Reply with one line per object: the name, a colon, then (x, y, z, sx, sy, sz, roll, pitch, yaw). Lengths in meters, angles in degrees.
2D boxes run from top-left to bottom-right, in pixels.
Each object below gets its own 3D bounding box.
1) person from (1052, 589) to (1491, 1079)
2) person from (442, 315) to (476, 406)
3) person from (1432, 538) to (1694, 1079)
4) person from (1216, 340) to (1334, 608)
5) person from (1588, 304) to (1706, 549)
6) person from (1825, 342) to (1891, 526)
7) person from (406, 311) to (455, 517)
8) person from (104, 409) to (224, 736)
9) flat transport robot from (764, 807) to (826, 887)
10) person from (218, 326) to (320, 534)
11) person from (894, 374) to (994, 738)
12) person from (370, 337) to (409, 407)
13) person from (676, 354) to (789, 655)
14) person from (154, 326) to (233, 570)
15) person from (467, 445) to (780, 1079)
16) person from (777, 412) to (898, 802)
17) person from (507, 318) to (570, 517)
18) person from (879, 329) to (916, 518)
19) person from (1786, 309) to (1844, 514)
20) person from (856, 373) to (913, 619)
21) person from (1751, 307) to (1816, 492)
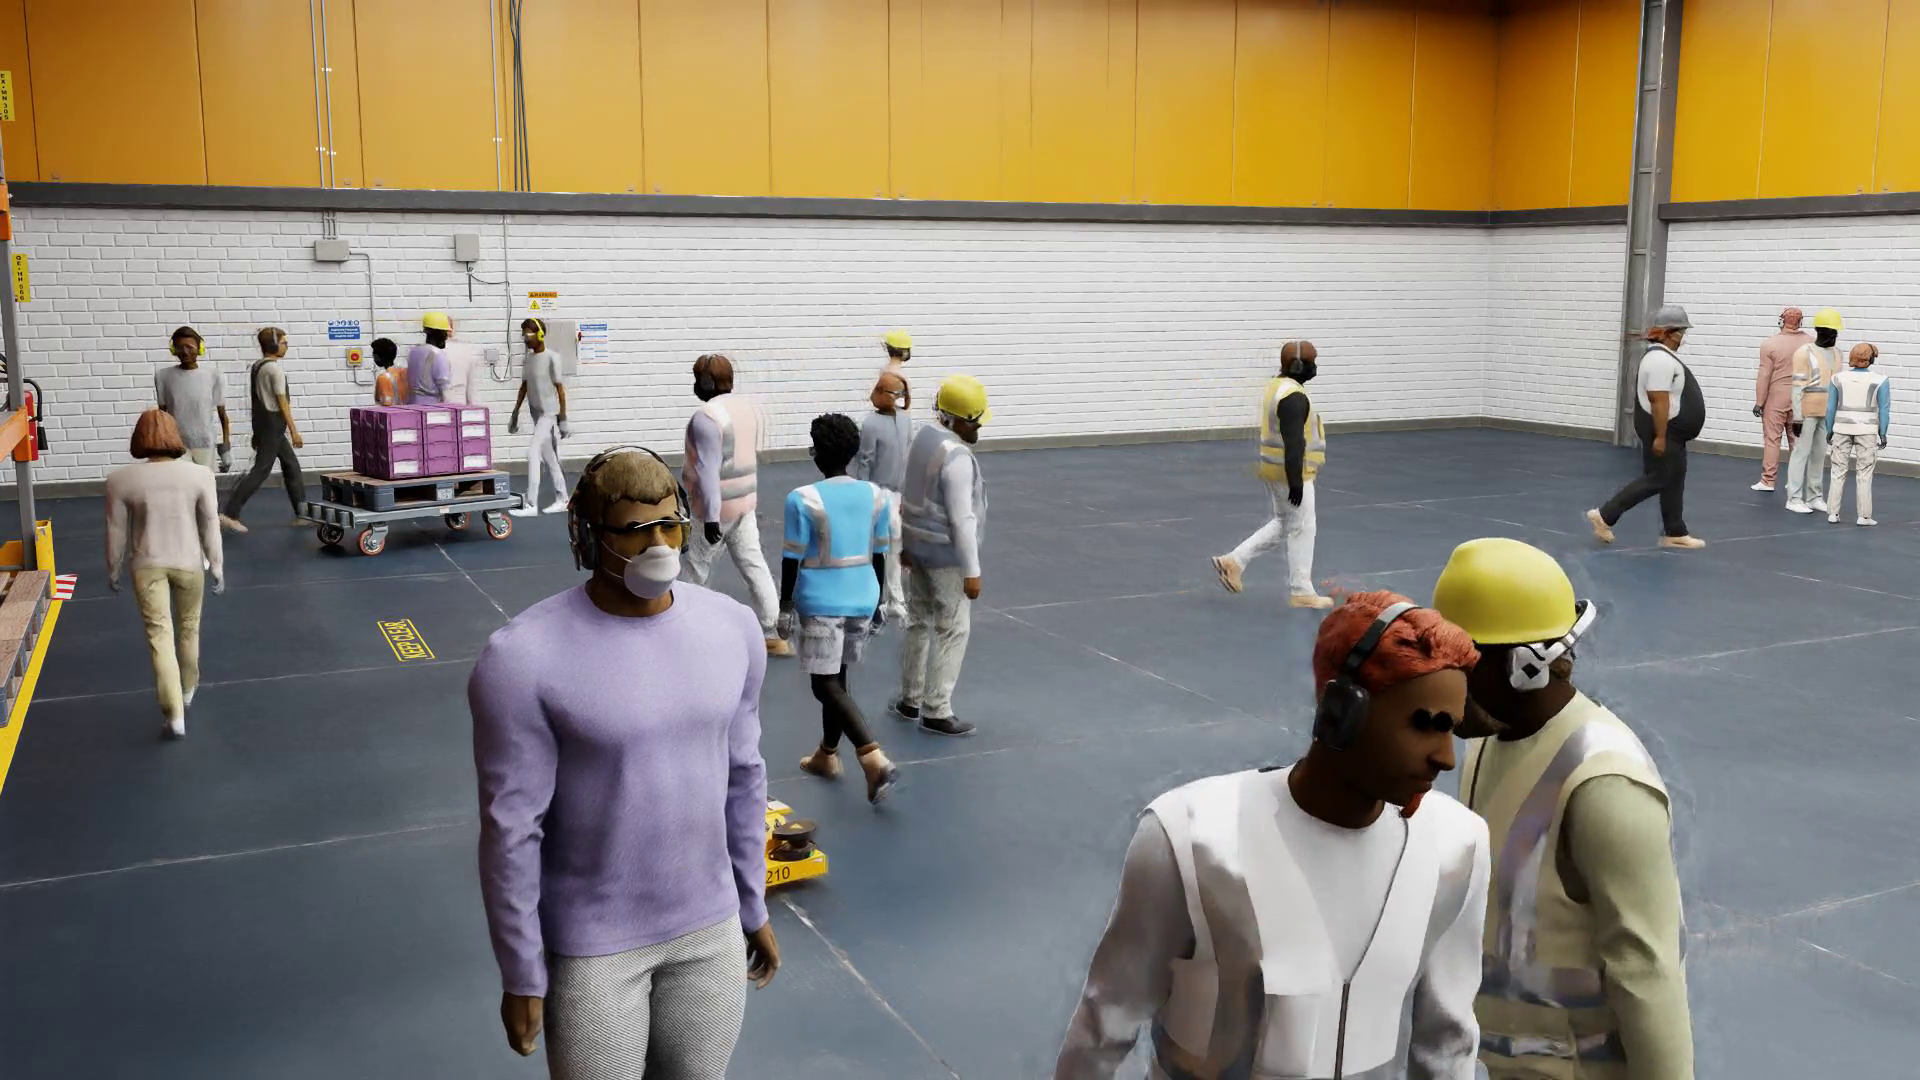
person: (0.464, 0.968, 2.469, 0.643, 1.813, 0.971, -4, 10, -21)
person: (-5.038, -1.300, 16.424, 0.993, 1.863, 0.635, 2, 9, 14)
person: (1.026, 0.893, 2.958, 0.489, 1.807, 0.618, 0, 9, 2)
person: (2.156, -0.440, 11.209, 0.697, 1.820, 0.633, 0, 9, 3)
person: (5.663, -0.937, 13.596, 0.853, 2.000, 0.688, 3, 10, 20)
person: (8.009, -0.941, 14.864, 0.310, 1.638, 0.522, -9, 13, -44)
person: (-4.863, -1.164, 15.408, 0.604, 1.901, 0.511, 9, 13, 43)
person: (-3.981, 0.140, 8.322, 0.515, 1.575, 0.899, -6, 11, -31)
flat transport robot: (-1.167, 1.083, 6.541, 0.652, 0.197, 1.431, -6, 11, -34)
person: (-6.060, -0.953, 14.486, 0.974, 1.806, 0.515, -7, 11, -36)
person: (-0.101, 0.064, 8.220, 0.407, 1.788, 0.733, -4, 10, -24)
person: (-5.190, -1.050, 15.428, 0.532, 1.666, 0.544, 1, 9, 8)
person: (-1.433, -0.199, 9.801, 0.979, 1.789, 0.650, 4, 10, 22)
person: (-5.810, -0.685, 12.593, 0.550, 1.858, 0.415, -3, 10, -19)
person: (-0.628, 0.778, 3.274, 0.635, 1.939, 0.367, -8, 12, -41)
person: (-0.499, 0.289, 7.160, 0.536, 1.673, 0.774, -8, 12, -40)
person: (-3.956, -1.126, 15.428, 0.866, 1.829, 0.535, -9, 13, -44)
person: (-0.606, -0.997, 14.843, 0.446, 1.754, 0.538, -4, 10, -23)
person: (8.070, -1.208, 15.646, 0.601, 1.925, 0.383, -4, 10, -24)
person: (-0.413, -0.292, 10.943, 0.633, 1.607, 0.499, 5, 10, 28)
person: (8.490, -1.440, 17.135, 0.641, 1.908, 0.407, 0, 9, -3)
